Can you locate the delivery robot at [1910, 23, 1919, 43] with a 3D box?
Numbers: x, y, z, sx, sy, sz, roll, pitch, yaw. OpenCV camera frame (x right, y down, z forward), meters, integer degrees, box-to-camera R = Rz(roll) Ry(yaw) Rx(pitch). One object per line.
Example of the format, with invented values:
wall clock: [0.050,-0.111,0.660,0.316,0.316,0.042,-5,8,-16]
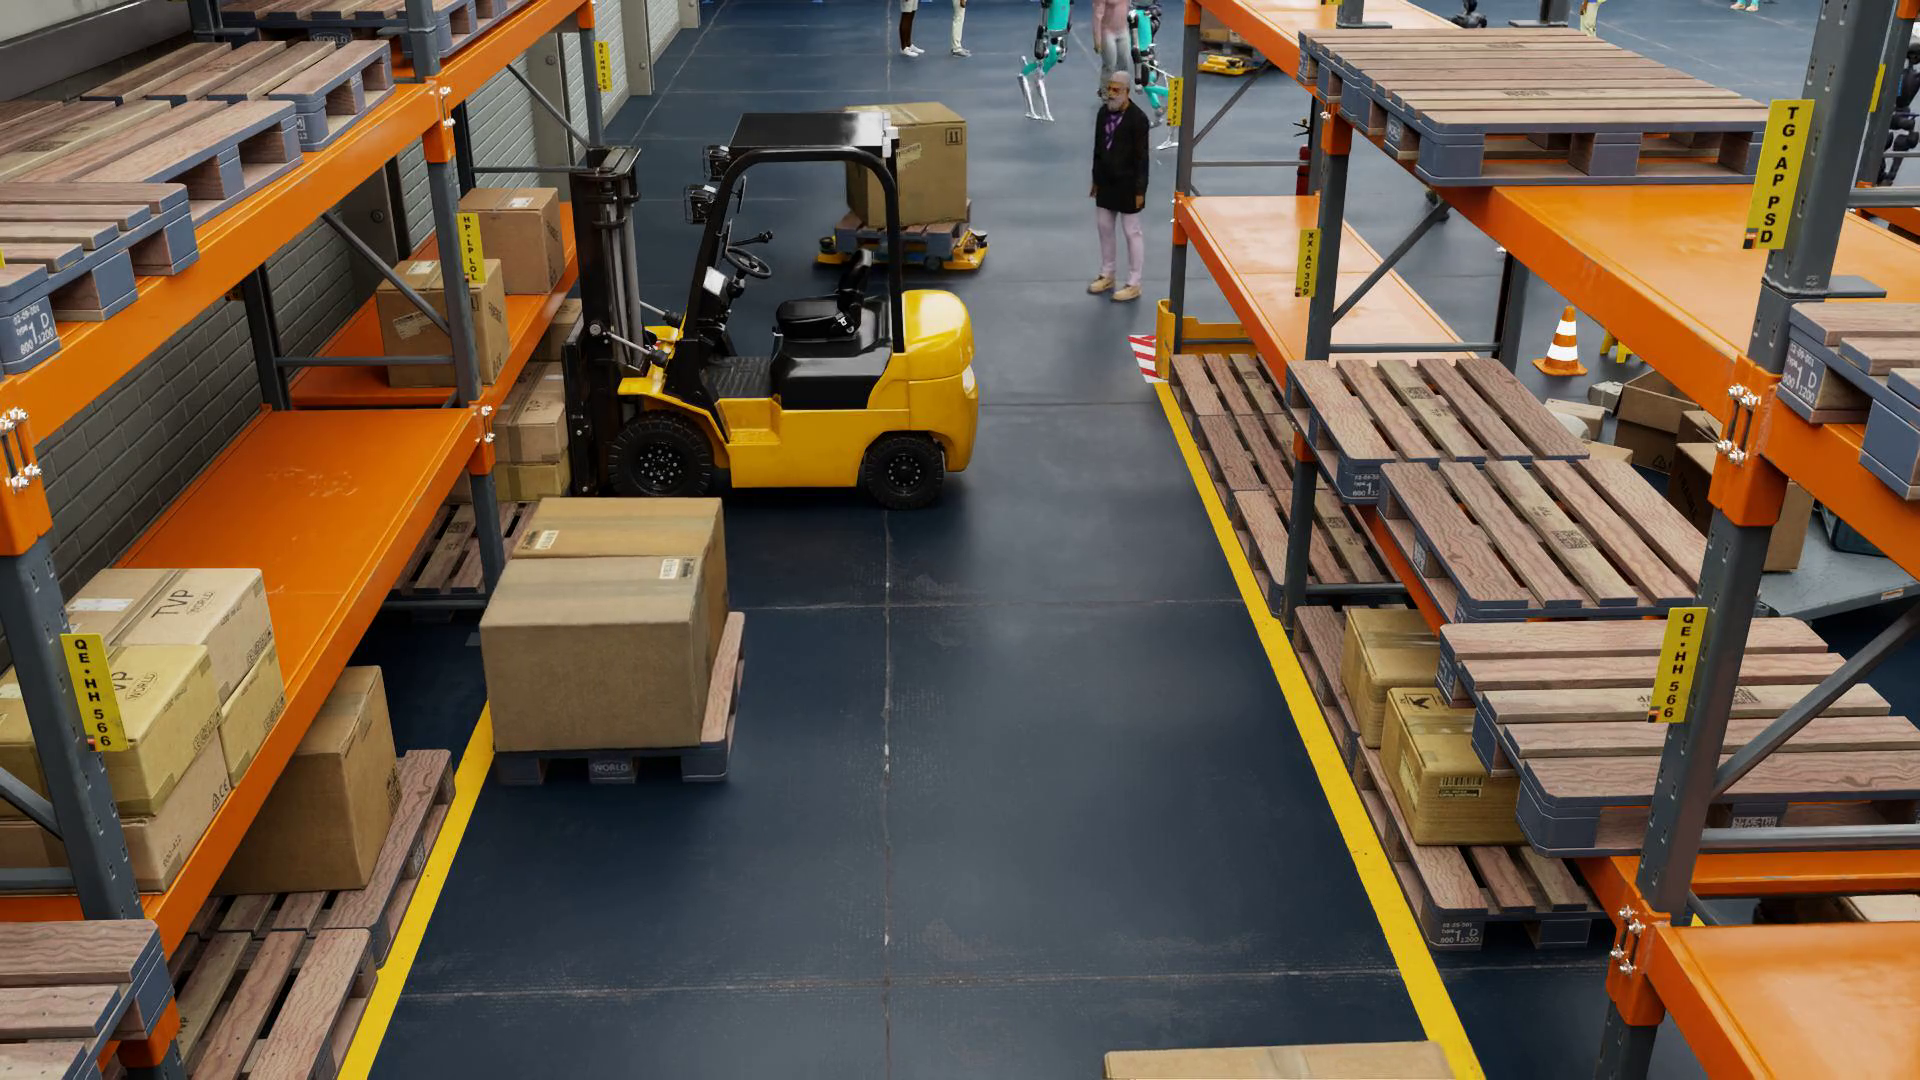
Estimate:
delivery robot: [14.546,-7.681,25.204,0.747,0.568,0.499,-15,29,-29]

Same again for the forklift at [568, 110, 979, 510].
forklift: [-1.043,-1.379,9.976,2.313,2.155,1.214,-1,25,-2]

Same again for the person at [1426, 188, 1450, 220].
person: [4.757,-4.002,16.117,0.477,1.667,0.856,9,27,18]

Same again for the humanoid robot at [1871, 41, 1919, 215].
humanoid robot: [9.153,-4.016,16.215,0.788,1.618,0.584,-21,32,-37]

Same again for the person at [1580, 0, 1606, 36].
person: [8.901,-7.564,23.442,0.400,1.886,0.507,12,28,24]

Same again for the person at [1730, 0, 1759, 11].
person: [13.966,-10.269,29.126,0.383,1.915,0.488,-15,29,-29]

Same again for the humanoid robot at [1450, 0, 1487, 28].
humanoid robot: [5.895,-5.561,19.460,0.609,1.634,0.687,-7,26,-14]

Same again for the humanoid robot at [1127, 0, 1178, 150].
humanoid robot: [2.217,-5.172,18.564,1.069,1.730,0.551,11,27,22]

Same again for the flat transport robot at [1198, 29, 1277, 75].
flat transport robot: [4.093,-6.896,23.908,0.659,0.231,1.431,22,33,39]

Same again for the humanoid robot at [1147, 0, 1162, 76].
humanoid robot: [2.592,-7.169,22.853,0.353,1.643,0.605,12,28,24]

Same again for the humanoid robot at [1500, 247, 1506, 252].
humanoid robot: [5.074,-3.266,14.640,0.775,1.903,0.577,21,33,38]

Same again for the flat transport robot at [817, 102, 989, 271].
flat transport robot: [-0.499,-2.609,14.829,1.431,0.231,0.659,4,26,9]

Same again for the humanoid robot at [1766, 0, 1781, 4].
humanoid robot: [14.529,-10.518,29.988,0.786,1.638,0.591,19,31,34]

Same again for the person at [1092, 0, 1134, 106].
person: [1.855,-6.286,20.716,0.678,1.895,0.636,-17,30,-32]

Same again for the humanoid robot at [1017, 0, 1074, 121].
humanoid robot: [0.980,-5.973,20.225,0.540,1.746,0.817,-22,33,-39]

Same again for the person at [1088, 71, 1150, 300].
person: [1.314,-2.901,13.604,0.407,1.846,0.559,-21,33,-38]

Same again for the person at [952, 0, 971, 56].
person: [0.019,-8.114,24.761,0.346,1.743,0.565,-2,25,-3]

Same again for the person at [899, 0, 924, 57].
person: [-0.745,-8.200,24.763,0.382,1.899,0.544,8,26,16]
